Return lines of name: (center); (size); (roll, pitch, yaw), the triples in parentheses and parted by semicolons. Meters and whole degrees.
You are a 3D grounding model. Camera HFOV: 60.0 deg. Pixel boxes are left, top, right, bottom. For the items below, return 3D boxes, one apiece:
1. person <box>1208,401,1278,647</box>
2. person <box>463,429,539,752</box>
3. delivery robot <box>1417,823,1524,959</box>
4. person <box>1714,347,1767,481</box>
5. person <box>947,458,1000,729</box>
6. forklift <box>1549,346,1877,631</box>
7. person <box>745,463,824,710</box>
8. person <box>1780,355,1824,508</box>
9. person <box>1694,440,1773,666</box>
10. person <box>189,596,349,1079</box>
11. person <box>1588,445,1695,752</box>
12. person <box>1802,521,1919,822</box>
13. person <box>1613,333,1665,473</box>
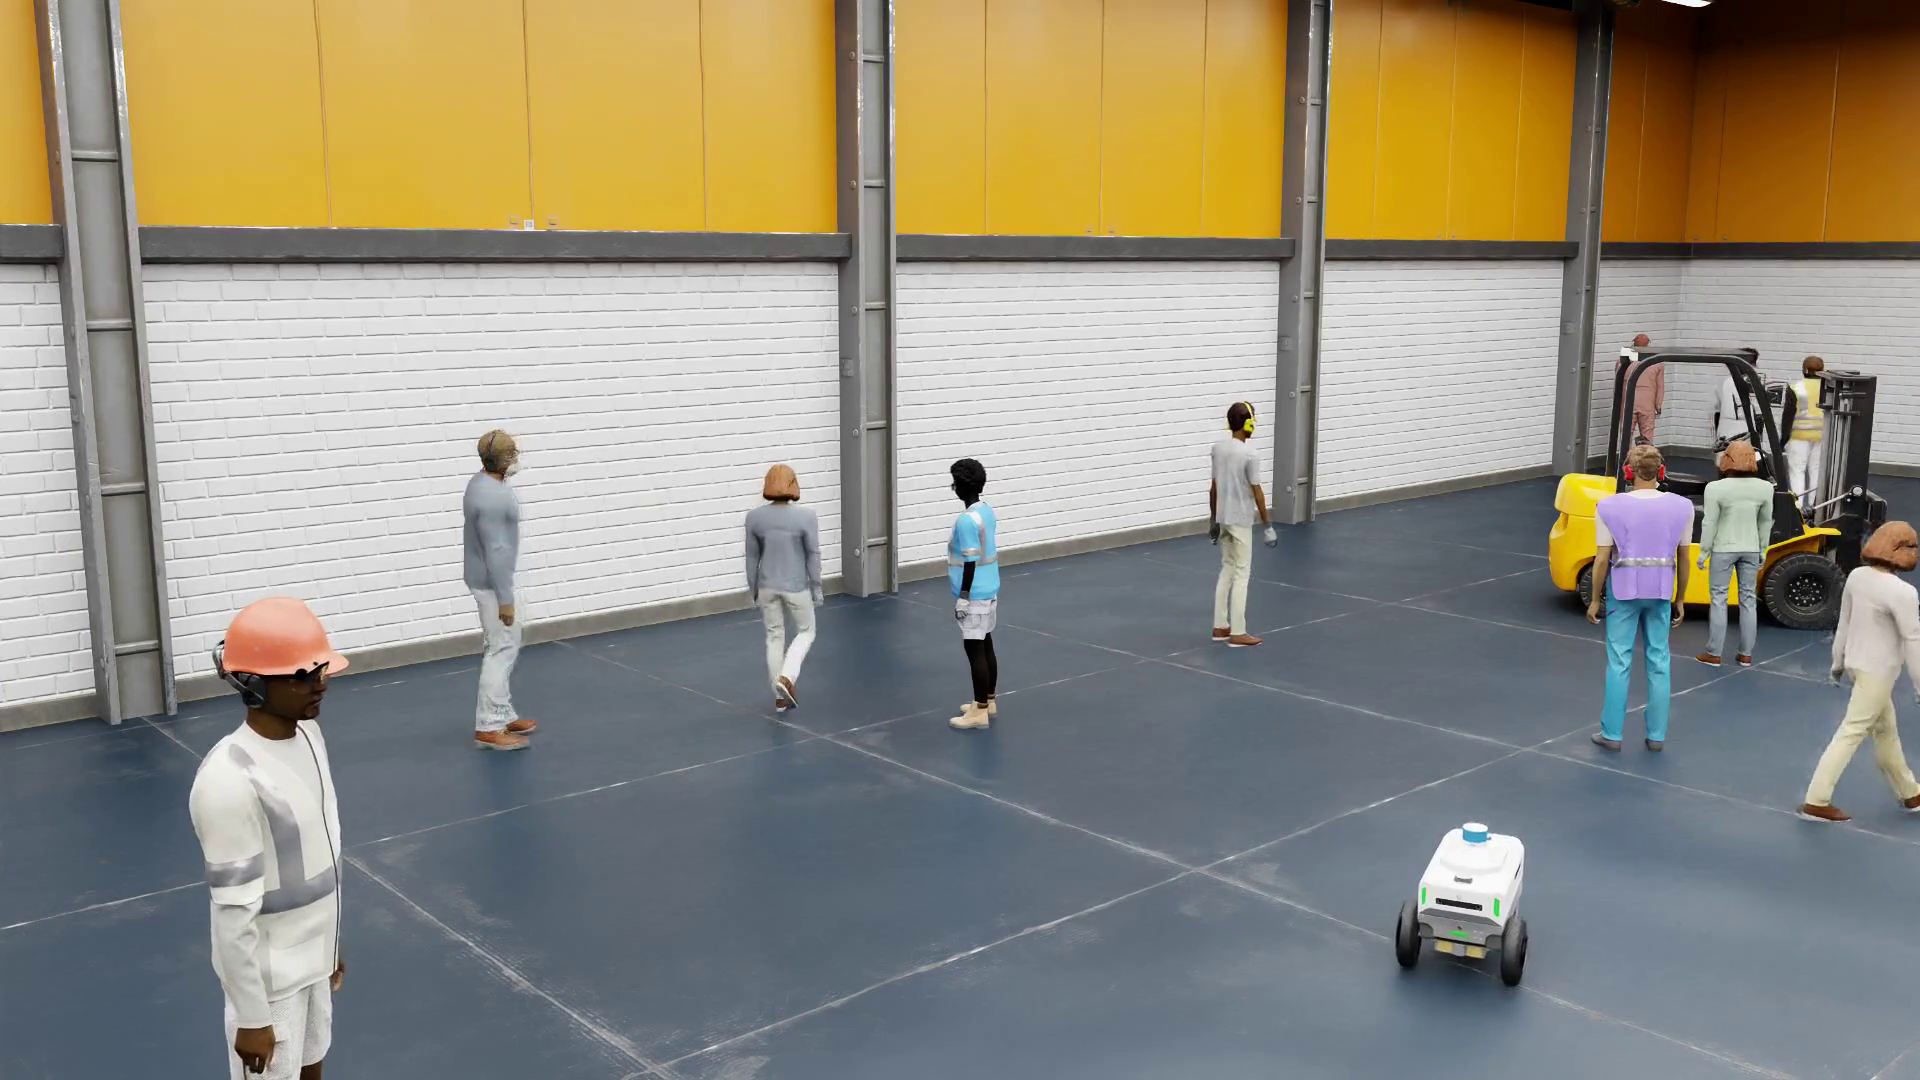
person: (2.114, -0.115, 12.553); (0.378, 1.863, 0.542); (-6, 11, -29)
person: (-2.780, 0.294, 9.993); (0.500, 1.916, 0.684); (-4, 11, -23)
delivery robot: (2.155, 1.434, 6.992); (0.477, 0.478, 0.707); (5, 10, 25)
person: (8.661, -1.149, 18.340); (0.790, 1.940, 0.634); (-7, 12, -35)
person: (0.081, 0.331, 10.411); (0.318, 1.694, 0.540); (3, 10, 14)
forklift: (6.109, -0.478, 13.691); (2.313, 2.155, 1.214); (3, 10, 16)
person: (-1.138, 0.316, 10.692); (0.524, 1.619, 0.413); (2, 10, 14)
person: (9.531, -1.155, 18.698); (0.636, 1.842, 0.429); (0, 10, -2)
person: (5.554, 0.099, 11.955); (0.516, 1.631, 0.295); (0, 10, -2)
person: (-1.828, 1.155, 4.569); (0.395, 2.042, 0.611); (0, 10, -2)
person: (4.017, 0.356, 9.847); (0.563, 1.838, 0.390); (1, 10, 5)
person: (4.811, 0.690, 8.607); (0.854, 1.582, 0.527); (0, 10, -1)
person: (9.118, -1.818, 22.378); (0.638, 1.909, 0.407); (3, 10, 18)
